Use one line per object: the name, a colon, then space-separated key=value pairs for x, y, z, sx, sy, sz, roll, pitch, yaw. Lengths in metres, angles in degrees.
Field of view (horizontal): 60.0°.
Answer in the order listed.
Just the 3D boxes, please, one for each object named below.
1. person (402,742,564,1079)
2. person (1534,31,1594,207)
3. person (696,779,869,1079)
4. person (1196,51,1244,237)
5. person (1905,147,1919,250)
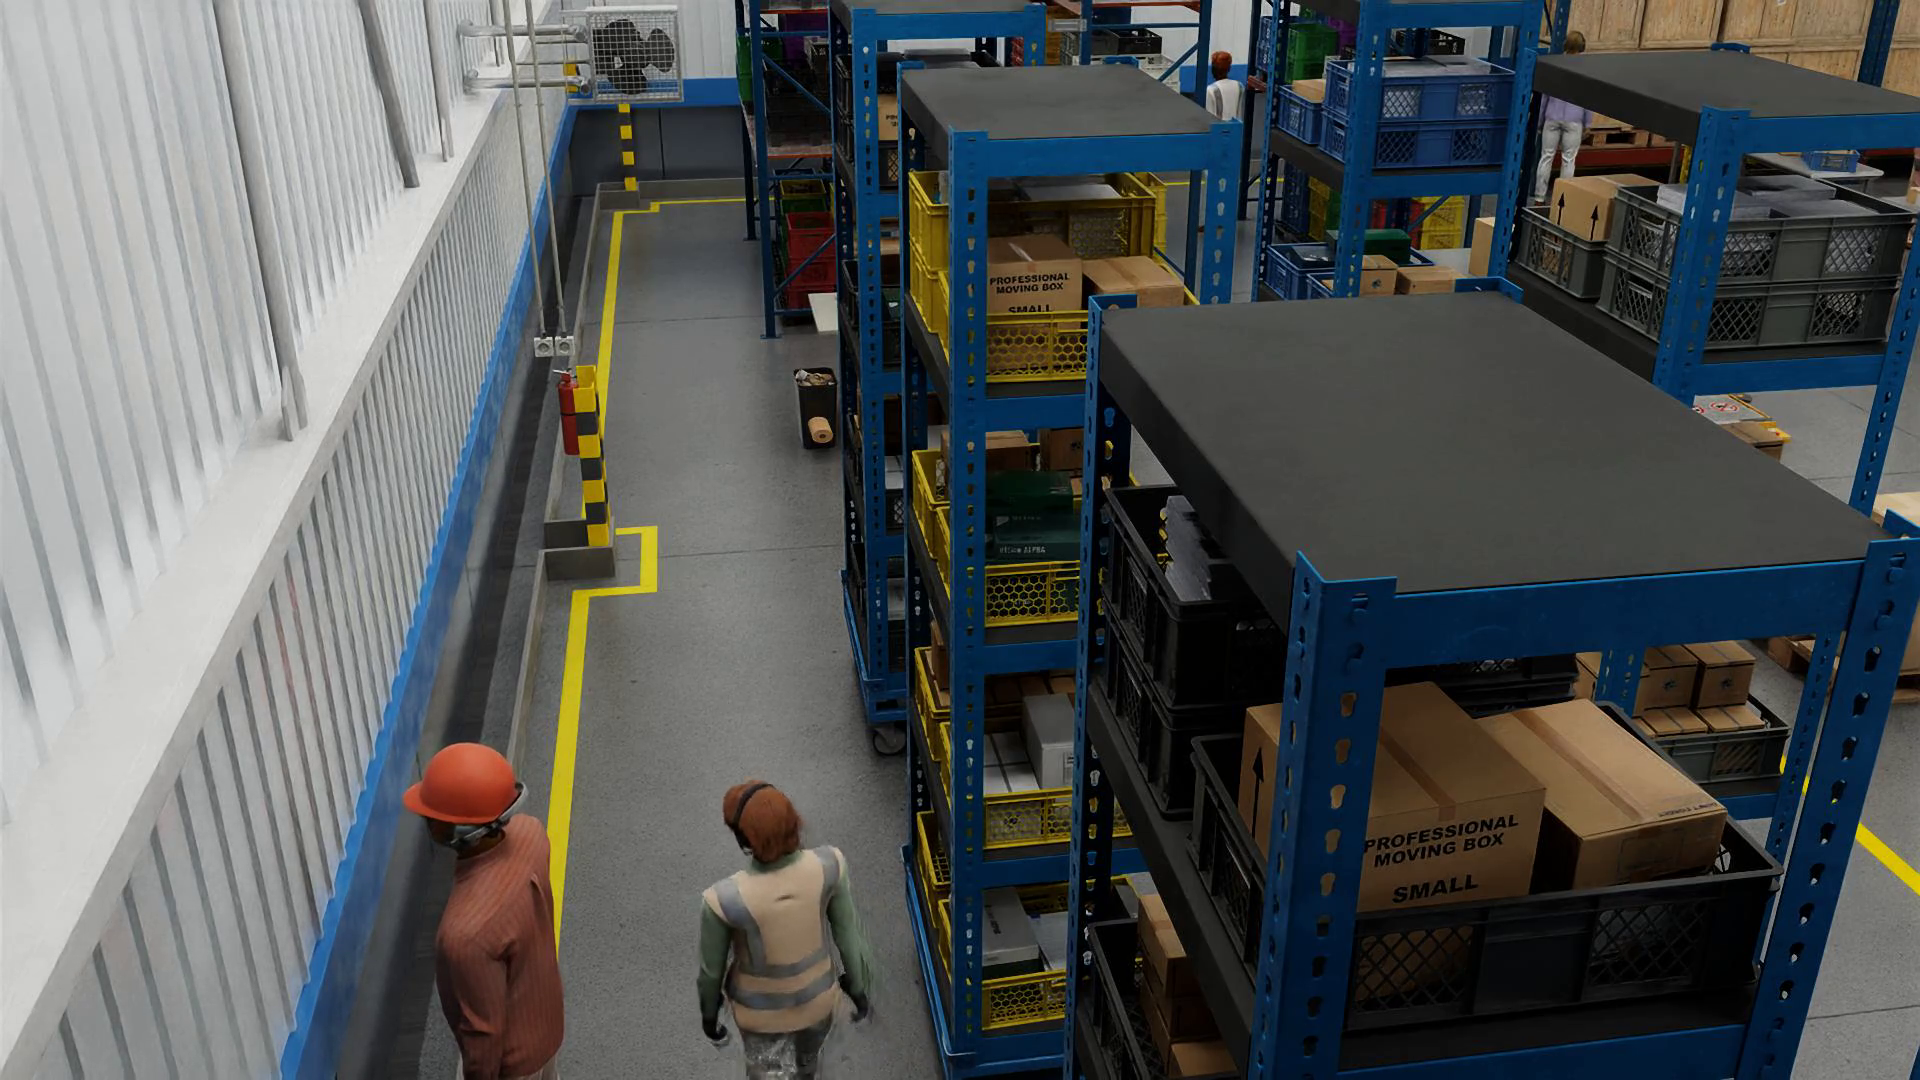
person: x=-1.369 y=1.476 z=5.009 sx=0.375 sy=1.997 sz=0.611 roll=1 pitch=25 yaw=2
person: x=6.628 y=-4.590 z=18.263 sx=0.632 sy=1.940 sz=0.372 roll=15 pitch=29 yaw=29
person: x=-0.622 y=1.474 z=5.478 sx=0.536 sy=1.593 sz=0.830 roll=-14 pitch=28 yaw=-28
person: x=2.685 y=-4.112 z=17.287 sx=0.584 sy=1.882 sz=0.337 roll=-20 pitch=31 yaw=-36
person: x=9.944 y=-3.900 z=16.799 sx=0.639 sy=1.910 sz=0.407 roll=-4 pitch=25 yaw=-9
